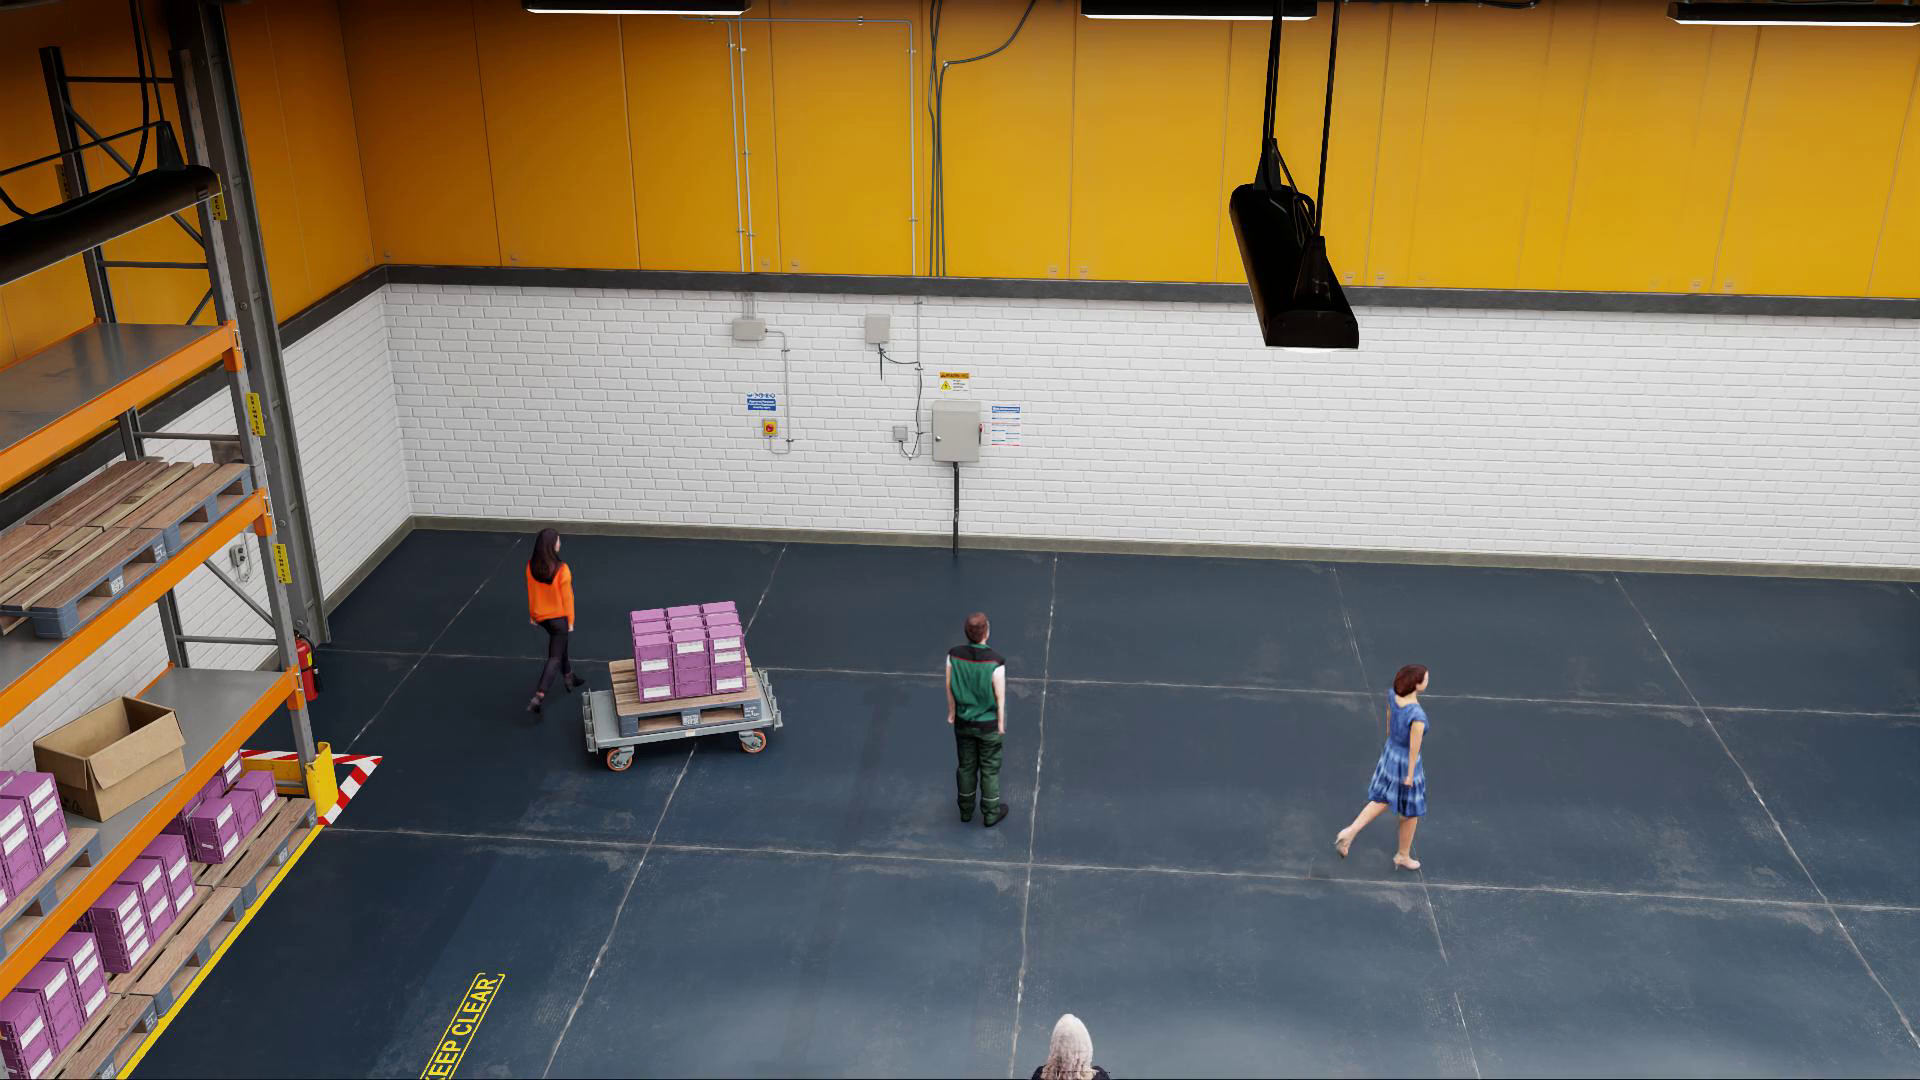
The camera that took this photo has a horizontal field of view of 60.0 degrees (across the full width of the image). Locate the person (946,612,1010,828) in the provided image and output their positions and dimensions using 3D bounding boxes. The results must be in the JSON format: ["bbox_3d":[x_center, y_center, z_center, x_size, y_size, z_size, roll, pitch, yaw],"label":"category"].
[{"bbox_3d":[0.143,1.402,13.095,0.705,1.842,0.684,10,25,21],"label":"person"}]

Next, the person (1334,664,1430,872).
[{"bbox_3d":[3.215,1.734,12.406,0.953,1.786,1.009,-8,25,-17],"label":"person"}]

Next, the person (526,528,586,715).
[{"bbox_3d":[-3.655,0.750,14.752,0.896,1.709,1.183,11,26,23],"label":"person"}]

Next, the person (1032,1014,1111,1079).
[{"bbox_3d":[0.595,3.336,8.805,0.601,1.734,0.689,3,24,6],"label":"person"}]
